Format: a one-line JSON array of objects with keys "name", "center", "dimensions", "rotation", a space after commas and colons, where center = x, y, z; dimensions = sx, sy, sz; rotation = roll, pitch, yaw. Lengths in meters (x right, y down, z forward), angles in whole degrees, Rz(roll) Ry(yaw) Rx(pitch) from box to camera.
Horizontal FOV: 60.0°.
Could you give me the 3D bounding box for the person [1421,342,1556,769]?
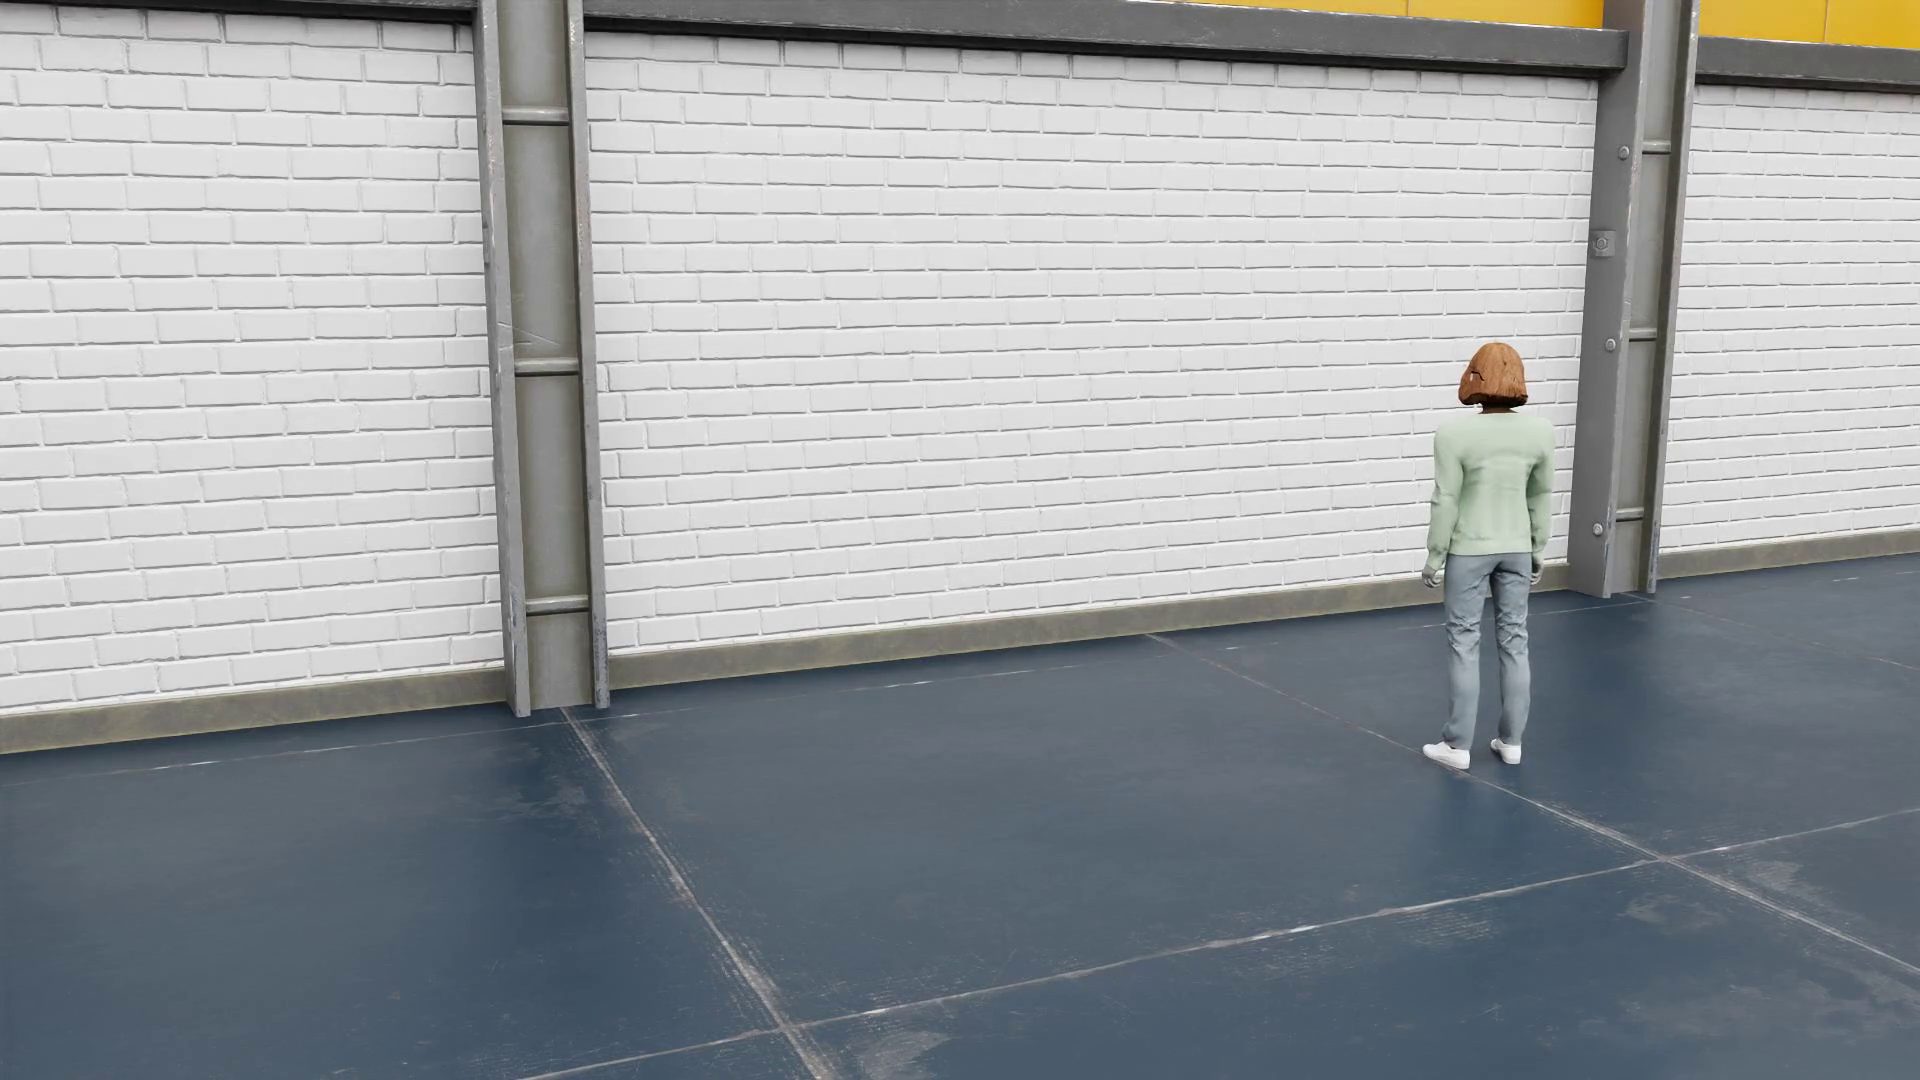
[{"name": "person", "center": [2.015, 0.064, 6.368], "dimensions": [0.507, 1.633, 0.277], "rotation": [-2, 11, -12]}]
